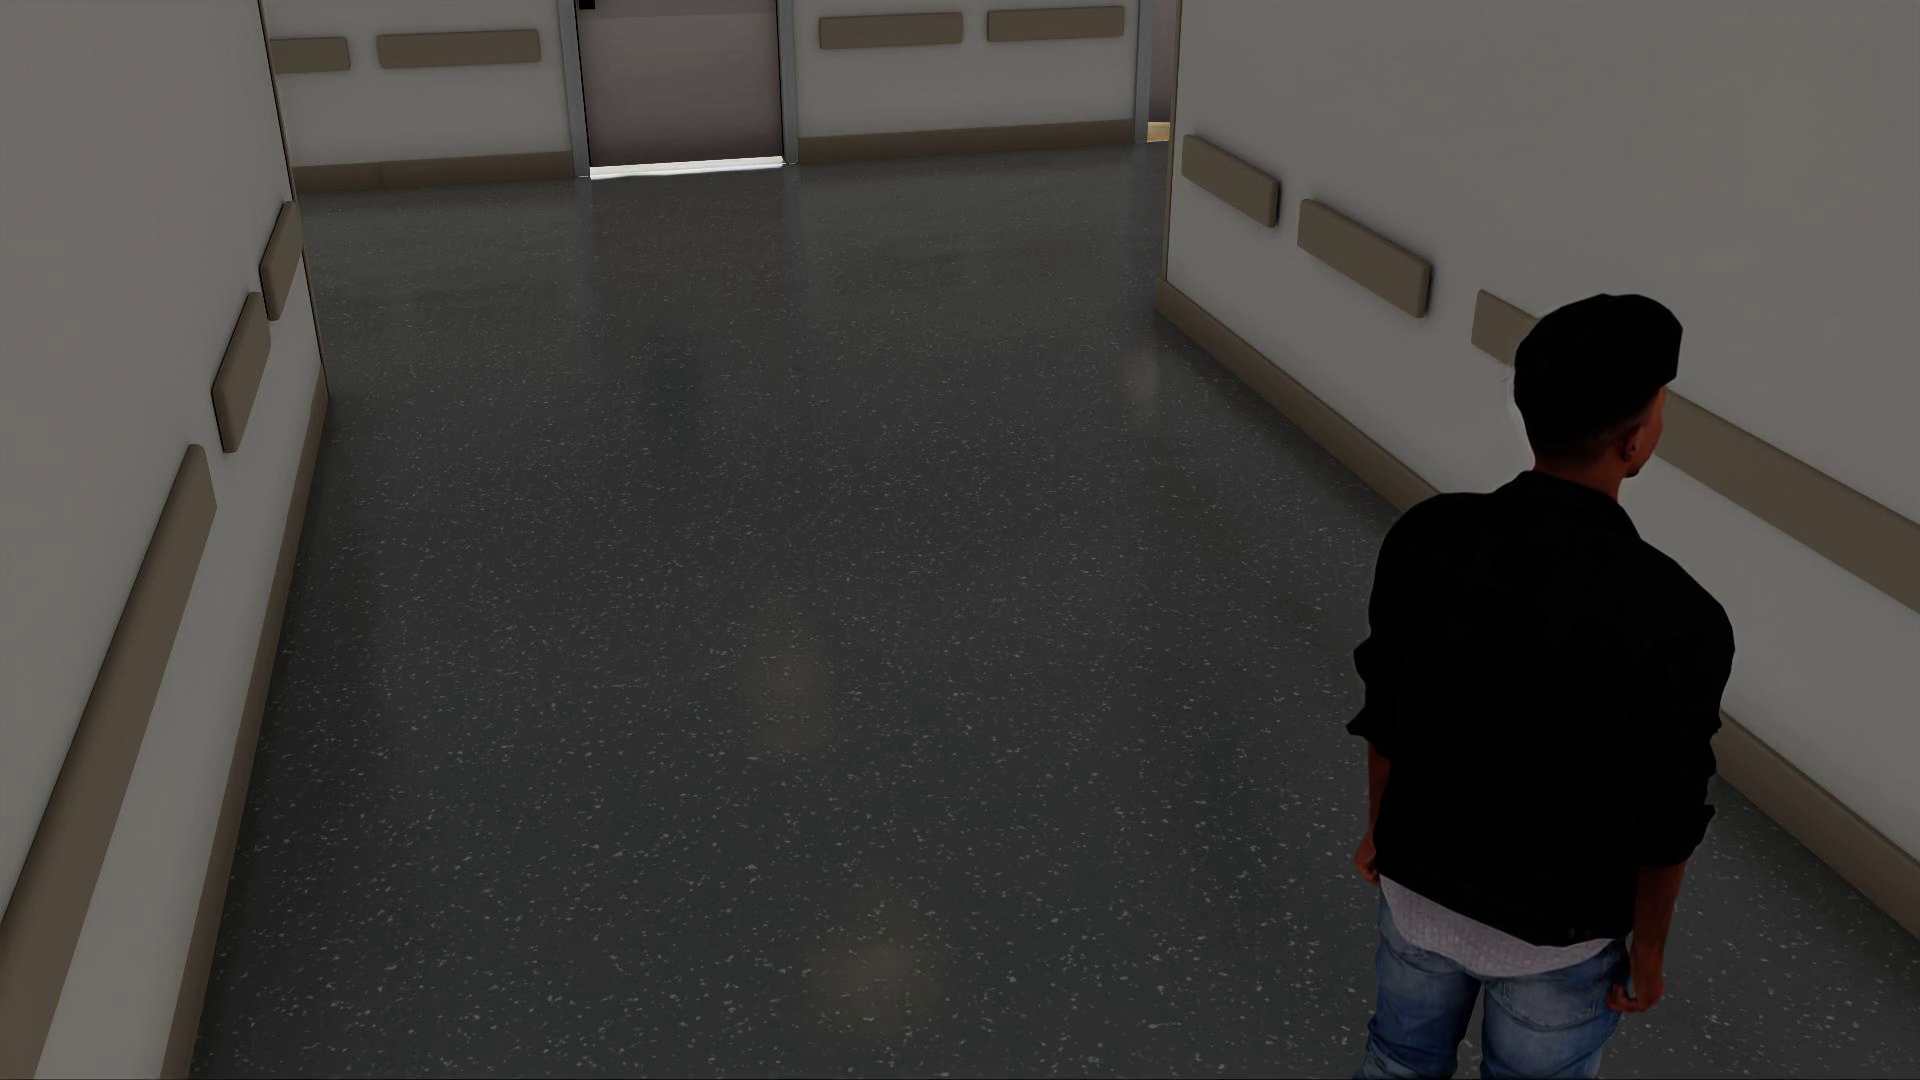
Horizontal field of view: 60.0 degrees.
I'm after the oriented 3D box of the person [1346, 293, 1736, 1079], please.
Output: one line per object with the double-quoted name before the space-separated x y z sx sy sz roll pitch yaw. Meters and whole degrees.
"person" 0.840 0.503 2.587 0.782 1.811 0.787 -23 34 -39
